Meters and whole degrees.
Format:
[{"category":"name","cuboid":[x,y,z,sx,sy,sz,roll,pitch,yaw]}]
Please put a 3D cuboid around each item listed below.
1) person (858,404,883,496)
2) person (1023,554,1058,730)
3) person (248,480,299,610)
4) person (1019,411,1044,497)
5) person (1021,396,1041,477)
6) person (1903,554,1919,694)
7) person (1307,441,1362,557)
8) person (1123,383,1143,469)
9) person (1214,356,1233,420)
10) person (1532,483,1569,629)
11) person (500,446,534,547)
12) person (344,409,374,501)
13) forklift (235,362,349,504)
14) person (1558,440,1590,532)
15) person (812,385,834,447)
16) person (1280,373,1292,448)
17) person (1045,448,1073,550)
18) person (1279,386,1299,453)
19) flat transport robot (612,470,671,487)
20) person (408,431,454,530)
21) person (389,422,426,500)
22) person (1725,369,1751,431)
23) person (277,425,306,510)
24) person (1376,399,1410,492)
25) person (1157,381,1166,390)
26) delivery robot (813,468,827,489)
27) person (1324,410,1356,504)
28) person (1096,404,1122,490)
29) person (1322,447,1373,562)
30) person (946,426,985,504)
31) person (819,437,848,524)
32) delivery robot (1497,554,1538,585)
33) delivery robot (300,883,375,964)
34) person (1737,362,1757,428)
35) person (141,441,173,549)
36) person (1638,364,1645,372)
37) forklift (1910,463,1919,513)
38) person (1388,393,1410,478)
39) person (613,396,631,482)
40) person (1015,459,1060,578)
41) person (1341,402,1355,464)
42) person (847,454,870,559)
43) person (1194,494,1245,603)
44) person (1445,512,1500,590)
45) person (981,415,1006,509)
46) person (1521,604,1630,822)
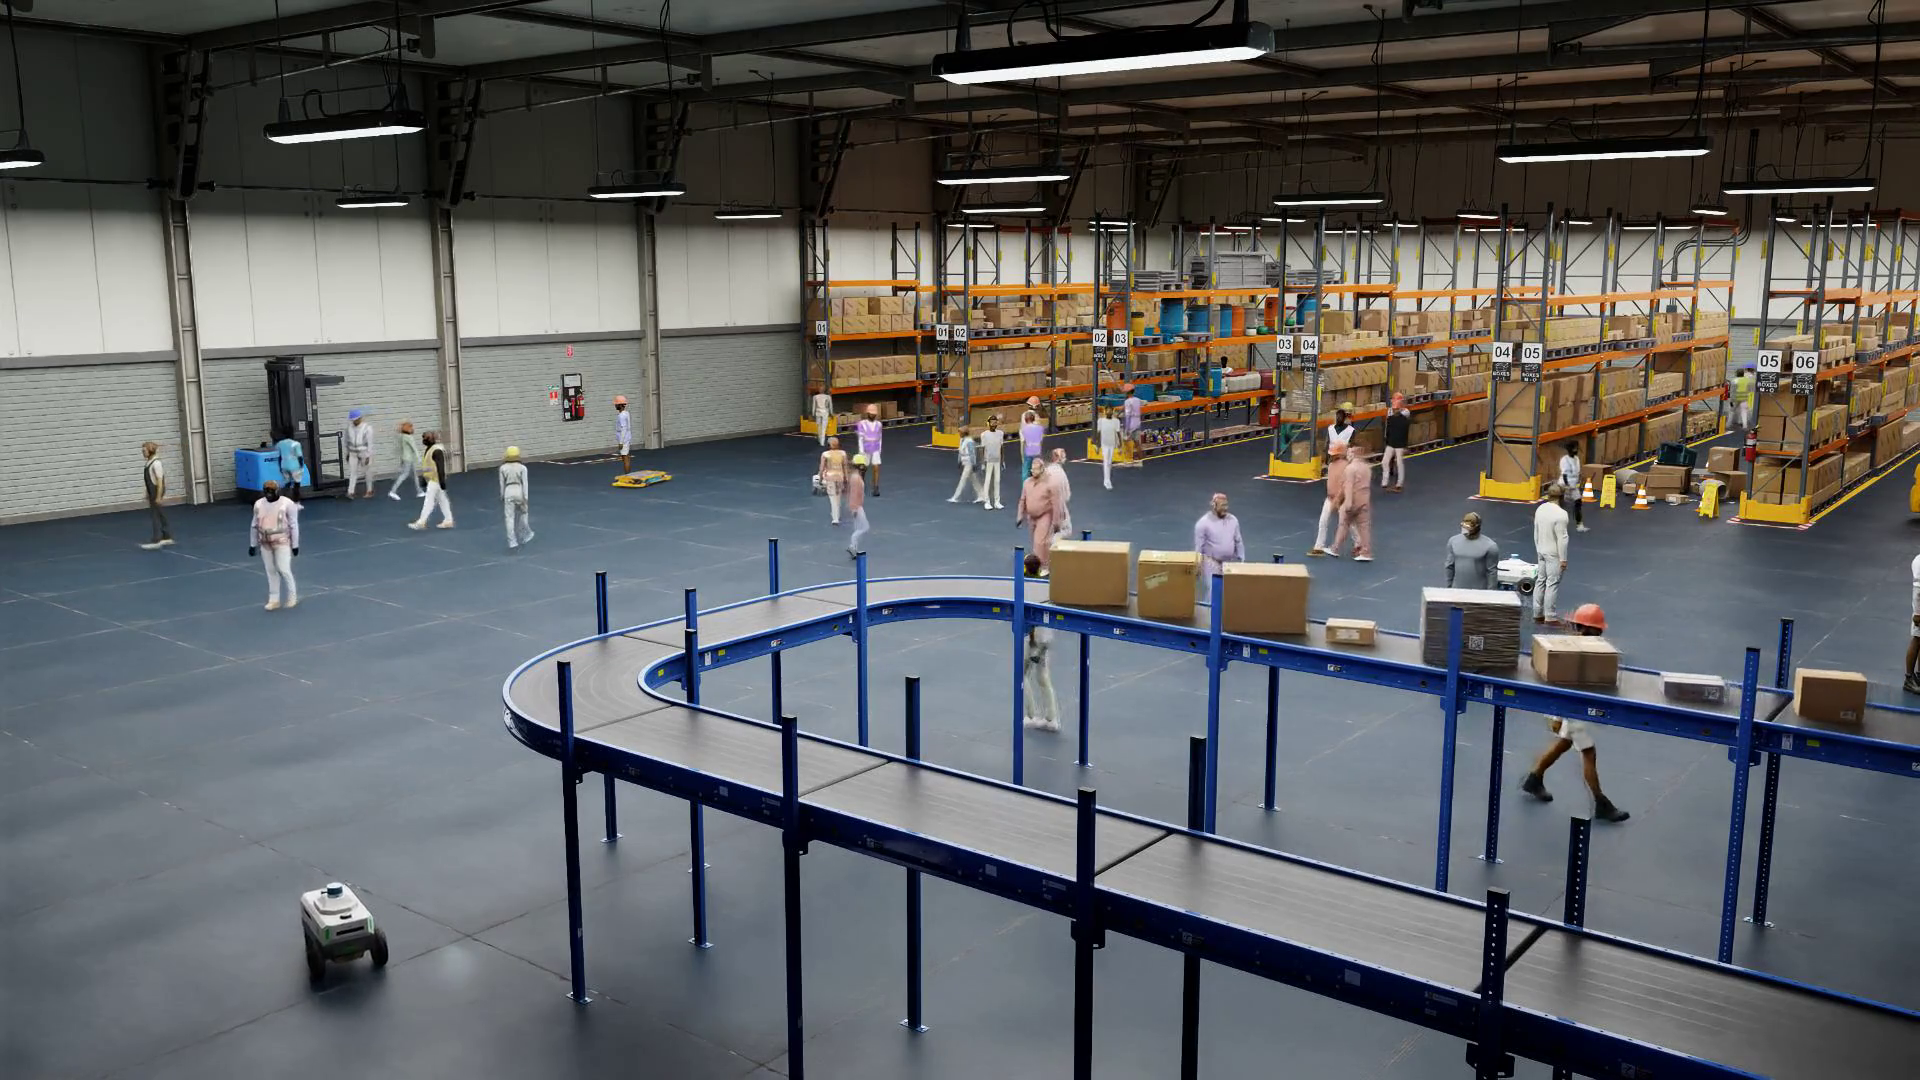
[{"category":"person","cuboid":[-1.893,-1.910,32.822,0.550,1.918,0.807,-4,11,-20]},{"category":"person","cuboid":[0.817,1.066,16.305,0.579,1.827,0.533,8,13,37]},{"category":"person","cuboid":[-9.613,0.058,21.968,0.652,1.837,0.429,2,10,11]},{"category":"person","cuboid":[1.499,-1.740,32.170,0.581,1.816,0.838,-4,11,-21]},{"category":"person","cuboid":[1.561,-2.101,33.677,0.396,1.992,0.623,-6,12,-31]},{"category":"person","cuboid":[10.986,0.767,17.693,0.552,1.937,0.356,-6,12,-29]},{"category":"person","cuboid":[6.291,-0.683,25.883,0.977,1.947,0.594,-4,11,-22]},{"category":"person","cuboid":[4.075,-2.701,37.010,0.515,2.016,0.646,9,13,41]},{"category":"person","cuboid":[8.169,-4.731,48.555,0.607,1.966,0.367,6,12,30]},{"category":"person","cuboid":[7.898,0.202,20.870,0.358,1.938,0.636,-2,10,-12]},{"category":"person","cuboid":[-7.636,-0.767,26.954,0.508,1.701,0.848,0,10,1]},{"category":"person","cuboid":[-12.321,-1.752,32.042,0.632,1.880,0.943,0,10,2]},{"category":"forklift","cuboid":[-13.803,-2.244,32.110,1.129,2.768,1.873,8,13,37]},{"category":"person","cuboid":[11.025,-0.950,28.113,0.542,1.670,0.753,-6,12,-32]},{"category":"person","cuboid":[-3.623,-3.304,41.535,0.546,1.592,0.840,1,10,8]},{"category":"person","cuboid":[8.526,-3.411,41.042,0.535,2.000,0.705,-9,13,-40]},{"category":"person","cuboid":[1.577,-0.532,25.113,0.427,1.895,0.666,-3,10,-14]},{"category":"person","cuboid":[8.362,-3.092,39.923,0.520,1.750,0.547,-6,12,-30]},{"category":"flat transport robot","cuboid":[-7.009,-1.356,34.453,0.652,0.197,1.431,3,11,18]},{"category":"person","cuboid":[-9.693,-1.081,28.472,0.914,1.799,0.644,-6,12,-30]},{"category":"person","cuboid":[-11.414,-1.642,32.227,0.861,1.589,0.502,-8,13,-37]},{"category":"person","cuboid":[22.540,-4.059,45.265,0.619,1.796,0.919,0,10,1]},{"category":"person","cuboid":[-13.127,-1.416,30.686,0.535,1.685,0.384,4,11,19]},{"category":"person","cuboid":[9.140,-1.981,33.051,0.777,1.967,0.654,-7,12,-34]},{"category":"person","cuboid":[7.251,-5.938,55.513,0.619,1.914,0.751,7,12,33]},{"category":"delivery robot","cuboid":[-2.788,-1.285,32.992,0.477,0.478,0.707,6,11,29]},{"category":"person","cuboid":[7.624,-1.660,31.404,0.587,1.920,0.391,7,13,36]},{"category":"person","cuboid":[3.217,-2.021,33.726,0.540,1.823,0.971,-1,10,-7]},{"category":"person","cuboid":[6.404,-0.593,25.619,0.709,1.841,0.943,-7,12,-35]},{"category":"person","cuboid":[0.139,-1.509,31.479,0.858,1.585,0.523,-3,10,-16]},{"category":"person","cuboid":[-2.395,-1.127,29.281,0.531,1.602,0.831,-5,11,-25]},{"category":"delivery robot","cuboid":[8.207,0.456,23.191,0.707,0.478,0.477,5,11,28]},{"category":"delivery robot","cuboid":[-4.349,2.637,10.917,0.477,0.478,0.707,-7,12,-35]},{"category":"person","cuboid":[23.233,-4.252,45.993,0.688,1.924,0.625,2,10,13]},{"category":"person","cuboid":[-13.792,-0.787,26.741,0.398,1.846,0.511,-7,12,-36]},{"category":"person","cuboid":[19.100,-3.926,43.940,1.025,1.991,0.632,-10,14,-44]},{"category":"forklift","cuboid":[19.034,-1.348,28.998,2.313,2.155,1.214,8,13,37]},{"category":"person","cuboid":[9.859,-2.363,35.319,0.373,1.933,0.549,-10,14,-43]},{"category":"person","cuboid":[-7.425,-2.205,34.420,0.359,1.939,0.542,-1,10,-4]},{"category":"person","cuboid":[1.150,-0.300,23.916,0.658,1.854,1.003,10,14,43]},{"category":"person","cuboid":[8.410,-2.108,34.250,0.738,1.790,0.647,5,11,28]},{"category":"person","cuboid":[-1.640,-0.538,25.564,0.373,1.750,0.544,0,10,2]},{"category":"person","cuboid":[3.425,0.322,20.432,0.643,1.857,0.988,-6,12,-29]},{"category":"person","cuboid":[6.033,0.621,18.526,0.628,1.937,0.378,9,13,40]},{"category":"person","cuboid":[0.656,-1.539,30.904,0.517,1.865,0.322,-5,11,-25]},{"category":"person","cuboid":[5.471,1.477,13.858,0.561,1.888,1.015,-10,14,-43]}]
